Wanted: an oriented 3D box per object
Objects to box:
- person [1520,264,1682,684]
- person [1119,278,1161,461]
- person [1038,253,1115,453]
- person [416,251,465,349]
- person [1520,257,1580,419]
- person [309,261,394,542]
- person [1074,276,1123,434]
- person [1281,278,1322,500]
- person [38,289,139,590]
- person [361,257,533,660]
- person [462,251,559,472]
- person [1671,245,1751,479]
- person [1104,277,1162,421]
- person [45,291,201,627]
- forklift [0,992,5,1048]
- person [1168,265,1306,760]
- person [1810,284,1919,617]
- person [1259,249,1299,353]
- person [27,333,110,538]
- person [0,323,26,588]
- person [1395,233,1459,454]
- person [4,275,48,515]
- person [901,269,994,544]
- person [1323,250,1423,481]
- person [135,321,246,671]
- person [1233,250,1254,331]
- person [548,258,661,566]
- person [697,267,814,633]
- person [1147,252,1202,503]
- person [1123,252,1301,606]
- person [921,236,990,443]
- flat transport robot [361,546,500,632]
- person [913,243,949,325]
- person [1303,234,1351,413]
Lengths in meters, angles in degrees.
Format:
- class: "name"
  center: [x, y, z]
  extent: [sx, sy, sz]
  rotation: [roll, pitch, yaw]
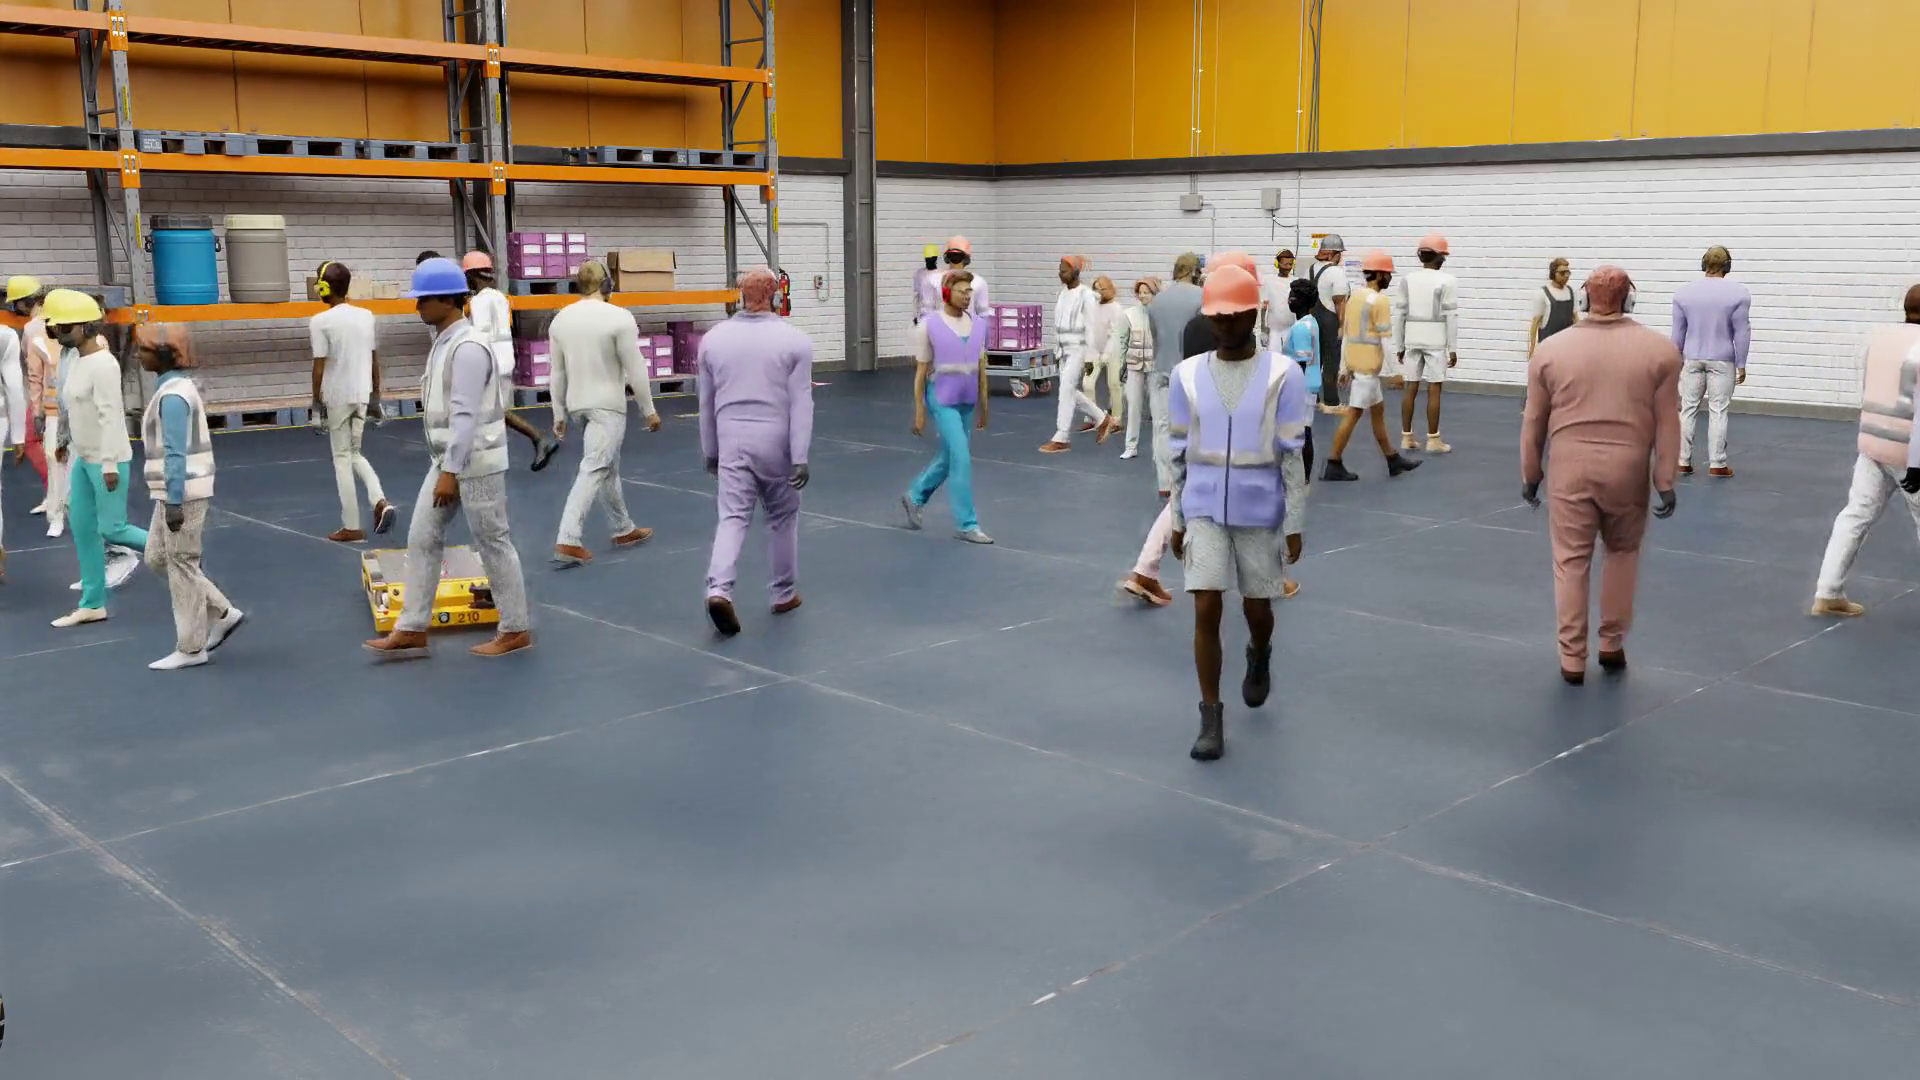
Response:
- class: "person"
  center: [2.924, -0.309, 7.639]
  extent: [0.680, 1.883, 0.689]
  rotation: [4, 11, 20]
- class: "person"
  center: [1.684, -1.534, 15.011]
  extent: [0.523, 1.637, 0.306]
  rotation: [4, 11, 20]
- class: "person"
  center: [1.117, -1.756, 15.623]
  extent: [0.823, 1.860, 0.592]
  rotation: [-5, 12, -27]
- class: "person"
  center: [-4.512, -1.600, 14.687]
  extent: [0.507, 1.884, 0.638]
  rotation: [-1, 10, -6]
- class: "person"
  center: [6.165, -2.039, 17.343]
  extent: [0.529, 1.806, 0.963]
  rotation: [-4, 11, -23]
- class: "person"
  center: [-4.018, -0.894, 10.917]
  extent: [0.439, 1.857, 0.553]
  rotation: [6, 12, 28]
- class: "person"
  center: [1.433, -1.862, 16.862]
  extent: [0.612, 1.609, 0.505]
  rotation: [-8, 13, -38]
- class: "person"
  center: [2.608, -1.151, 12.763]
  extent: [0.318, 1.697, 0.535]
  rotation: [3, 11, 15]
- class: "person"
  center: [-4.980, -0.551, 9.418]
  extent: [0.374, 1.731, 0.488]
  rotation: [-9, 14, -41]
- class: "person"
  center: [-2.442, -0.345, 7.784]
  extent: [0.867, 1.913, 0.607]
  rotation: [-7, 13, -35]
- class: "person"
  center: [-3.793, -1.444, 13.815]
  extent: [0.720, 1.901, 0.586]
  rotation: [1, 10, 5]
- class: "person"
  center: [6.257, -1.480, 13.894]
  extent: [0.631, 1.940, 0.372]
  rotation: [9, 14, 41]
- class: "person"
  center: [1.917, -2.038, 17.914]
  extent: [0.800, 1.594, 0.530]
  rotation: [-4, 11, -19]
- class: "person"
  center: [-4.421, -0.430, 8.686]
  extent: [0.536, 1.741, 0.648]
  rotation: [10, 14, 42]
- class: "forklift"
  center: [-3.245, 0.323, 3.363]
  extent: [2.313, 2.155, 1.214]
  rotation: [2, 11, 13]
- class: "person"
  center: [1.099, -0.132, 6.616]
  extent: [0.552, 1.913, 0.776]
  rotation: [3, 11, 18]
- class: "person"
  center: [5.003, -0.455, 8.733]
  extent: [0.980, 1.784, 0.633]
  rotation: [-1, 10, -8]
- class: "person"
  center: [3.682, -2.388, 19.052]
  extent: [0.507, 1.865, 0.329]
  rotation: [-2, 11, -10]
- class: "person"
  center: [-5.979, -0.835, 11.230]
  extent: [0.521, 1.633, 0.348]
  rotation: [-6, 12, -28]
- class: "person"
  center: [-5.512, -0.595, 9.285]
  extent: [0.738, 1.859, 0.581]
  rotation: [10, 14, 43]
- class: "person"
  center: [4.355, -1.819, 15.466]
  extent: [0.615, 2.038, 0.396]
  rotation: [10, 14, 43]
- class: "person"
  center: [-6.592, -1.037, 12.026]
  extent: [0.547, 1.732, 0.587]
  rotation: [-2, 11, -11]
- class: "person"
  center: [-0.103, -0.906, 11.137]
  extent: [0.871, 1.814, 0.569]
  rotation: [10, 14, 44]
- class: "person"
  center: [3.450, -1.424, 13.702]
  extent: [0.973, 1.888, 0.549]
  rotation: [-2, 11, -8]
- class: "person"
  center: [-3.647, -0.200, 7.738]
  extent: [0.365, 1.626, 0.534]
  rotation: [-5, 11, -25]
- class: "person"
  center: [3.354, -2.616, 20.373]
  extent: [0.586, 1.835, 0.403]
  rotation: [8, 13, 37]
- class: "person"
  center: [-2.272, -0.806, 10.389]
  extent: [0.647, 1.892, 1.034]
  rotation: [6, 12, 32]
- class: "person"
  center: [-1.078, -0.473, 8.614]
  extent: [0.654, 1.871, 0.931]
  rotation: [2, 11, 12]
- class: "person"
  center: [1.745, -1.237, 12.716]
  extent: [0.682, 1.888, 0.752]
  rotation: [10, 15, 44]
- class: "person"
  center: [1.373, -0.596, 9.074]
  extent: [1.054, 1.940, 0.613]
  rotation: [-6, 12, -31]
- class: "person"
  center: [-0.059, -1.864, 15.788]
  extent: [0.695, 2.011, 0.720]
  rotation: [1, 10, 3]
- class: "flat transport robot"
  center: [-2.895, 0.234, 9.098]
  extent: [0.652, 0.197, 1.431]
  rotation: [-4, 11, -22]
- class: "person"
  center: [-0.380, -3.246, 23.621]
  extent: [0.588, 1.911, 0.575]
  rotation: [4, 11, 20]
- class: "person"
  center: [4.239, -2.472, 19.025]
  extent: [0.538, 2.000, 0.690]
  rotation: [-5, 11, -25]
